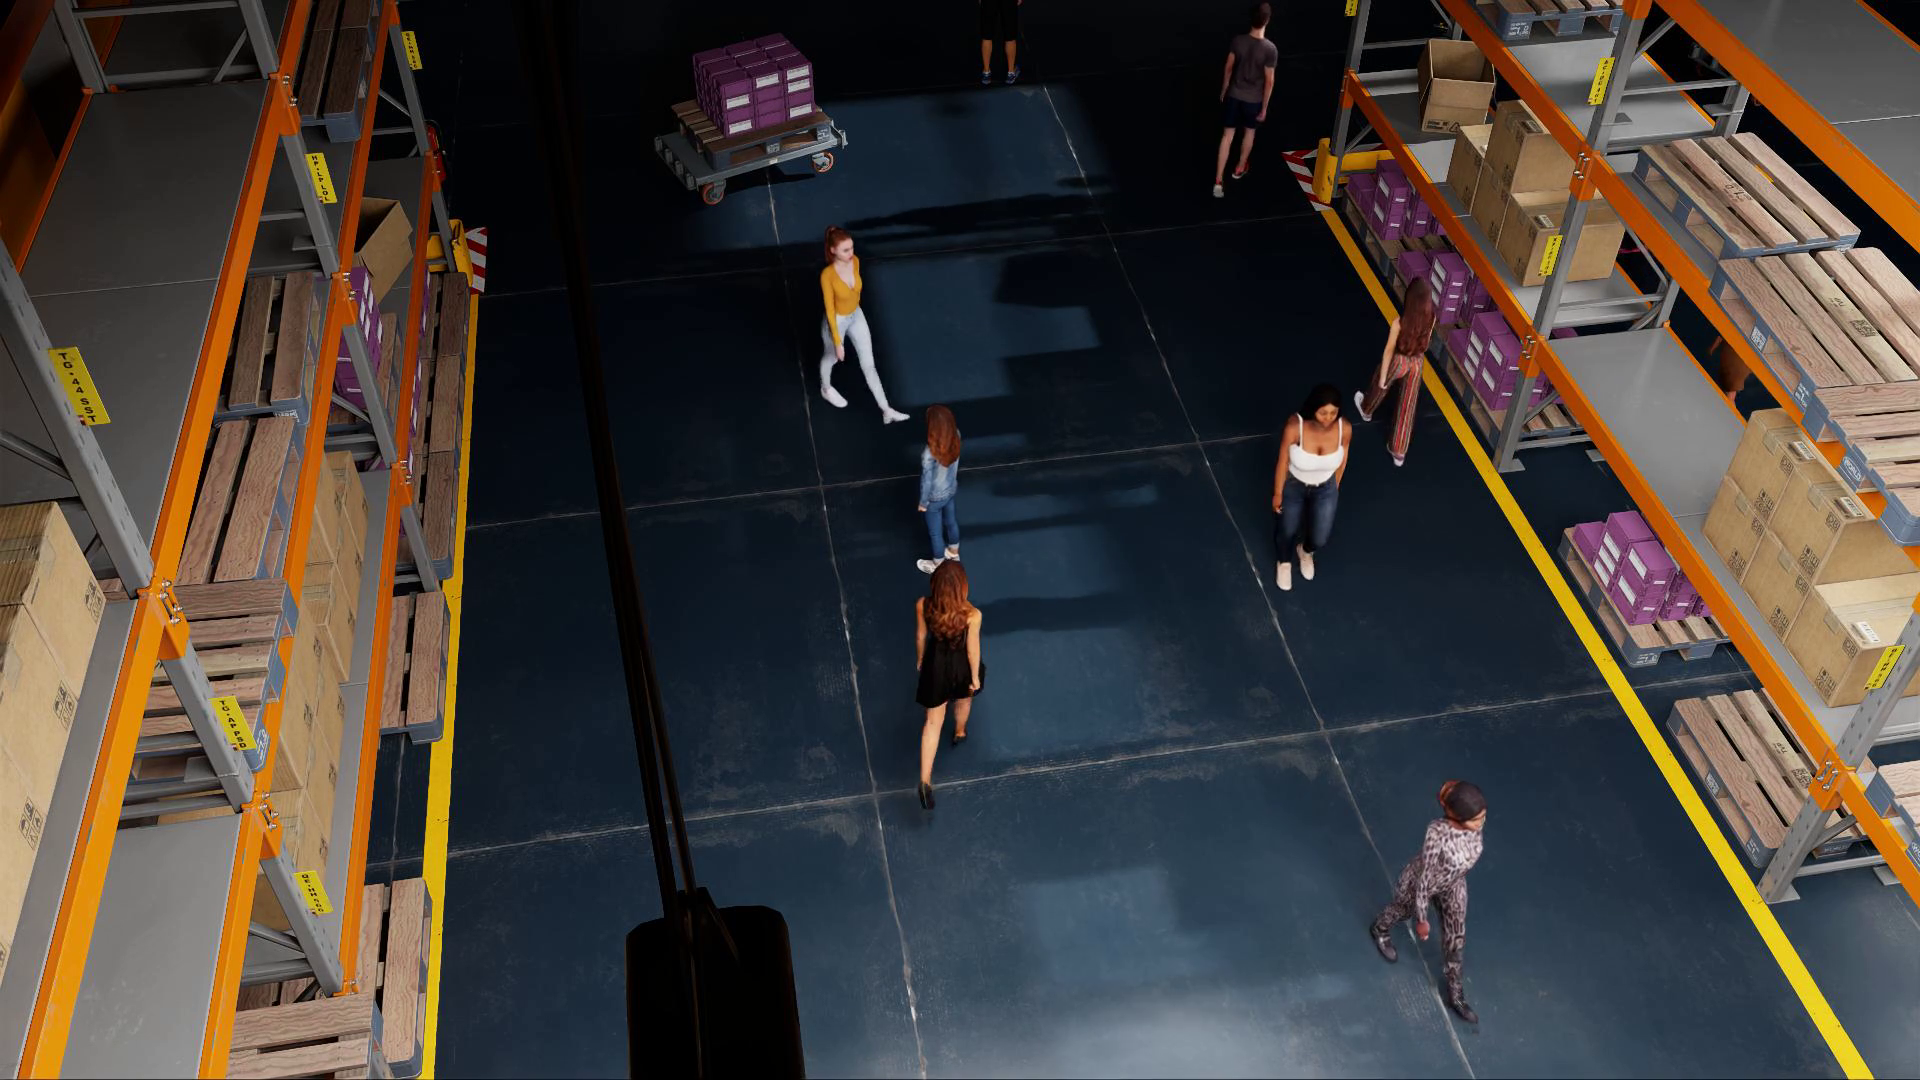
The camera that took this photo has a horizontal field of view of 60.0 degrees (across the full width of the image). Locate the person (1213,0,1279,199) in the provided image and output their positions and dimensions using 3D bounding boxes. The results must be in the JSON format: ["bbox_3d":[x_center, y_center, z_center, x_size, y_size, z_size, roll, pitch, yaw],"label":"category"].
[{"bbox_3d":[2.574,-3.990,15.200,1.035,1.826,1.213,14,45,15],"label":"person"}]

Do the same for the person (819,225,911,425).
[{"bbox_3d":[-0.978,-1.678,12.858,1.193,1.710,1.062,30,51,28],"label":"person"}]

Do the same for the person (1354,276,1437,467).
[{"bbox_3d":[3.370,-1.243,12.536,0.557,1.524,0.994,-8,44,-8],"label":"person"}]

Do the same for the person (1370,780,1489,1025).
[{"bbox_3d":[2.545,1.845,9.183,0.736,1.678,1.091,-15,46,-15],"label":"person"}]

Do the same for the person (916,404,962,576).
[{"bbox_3d":[-0.136,-0.348,11.632,0.684,1.475,0.615,23,48,22],"label":"person"}]

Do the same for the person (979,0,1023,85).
[{"bbox_3d":[0.397,-5.505,16.760,0.661,1.870,0.638,3,44,3],"label":"person"}]

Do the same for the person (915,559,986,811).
[{"bbox_3d":[-0.098,0.884,10.098,0.884,1.807,1.175,10,45,10],"label":"person"}]

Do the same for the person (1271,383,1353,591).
[{"bbox_3d":[2.371,-0.422,11.476,0.714,1.797,0.744,4,44,4],"label":"person"}]
